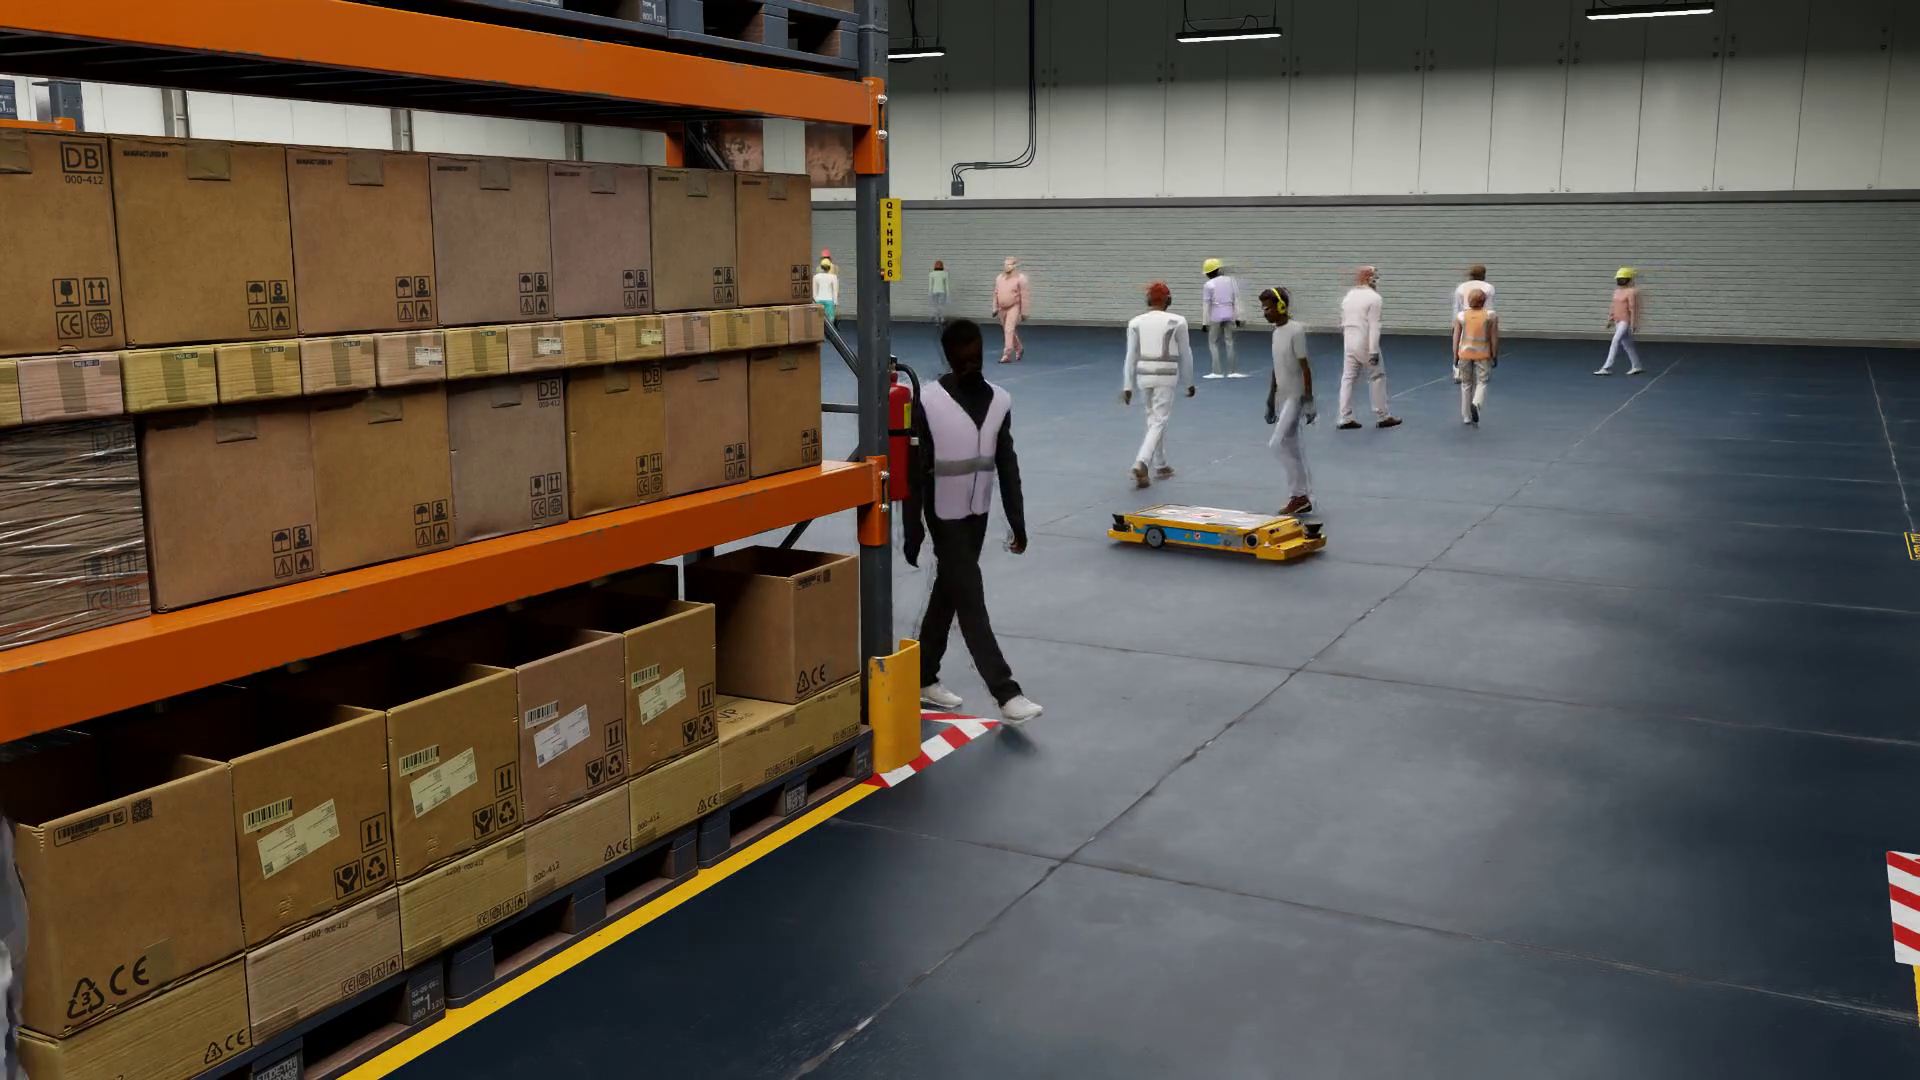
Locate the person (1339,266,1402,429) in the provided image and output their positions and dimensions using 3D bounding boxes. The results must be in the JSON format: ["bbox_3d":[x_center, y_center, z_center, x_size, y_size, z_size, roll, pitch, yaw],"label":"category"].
[{"bbox_3d":[4.788,-2.230,19.336,0.863,1.873,0.680,-5,12,-26],"label":"person"}]

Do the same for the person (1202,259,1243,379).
[{"bbox_3d":[4.124,-3.468,26.119,0.756,1.879,0.389,-5,12,-27],"label":"person"}]

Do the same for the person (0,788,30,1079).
[{"bbox_3d":[-1.735,0.829,2.882,0.621,1.792,0.872,3,11,18],"label":"person"}]

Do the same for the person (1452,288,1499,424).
[{"bbox_3d":[6.063,-2.154,19.610,0.529,1.622,0.541,5,11,25],"label":"person"}]

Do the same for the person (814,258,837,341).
[{"bbox_3d":[-2.844,-5.074,35.214,0.528,1.755,0.394,2,11,11],"label":"person"}]

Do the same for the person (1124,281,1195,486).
[{"bbox_3d":[1.755,-1.425,15.088,0.574,1.845,0.975,7,13,34],"label":"person"}]

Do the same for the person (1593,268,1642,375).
[{"bbox_3d":[10.646,-3.500,26.709,0.895,1.726,0.544,-2,11,-9],"label":"person"}]

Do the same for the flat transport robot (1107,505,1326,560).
[{"bbox_3d":[1.841,-0.075,11.984,1.431,0.197,0.652,8,13,37],"label":"flat transport robot"}]

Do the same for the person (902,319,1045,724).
[{"bbox_3d":[0.088,-0.078,7.658,0.974,1.850,0.626,10,14,42],"label":"person"}]

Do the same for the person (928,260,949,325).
[{"bbox_3d":[-0.539,-6.190,41.636,0.517,1.616,0.339,-1,10,-4],"label":"person"}]

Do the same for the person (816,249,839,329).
[{"bbox_3d":[-3.083,-5.841,38.935,0.559,1.919,0.698,-3,11,-16],"label":"person"}]

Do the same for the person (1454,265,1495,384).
[{"bbox_3d":[7.788,-3.271,25.244,0.637,1.805,0.938,8,13,36],"label":"person"}]

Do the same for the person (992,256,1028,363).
[{"bbox_3d":[0.924,-4.085,29.477,0.630,1.879,0.910,9,13,39],"label":"person"}]

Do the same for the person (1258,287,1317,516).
[{"bbox_3d":[2.630,-1.104,13.337,0.514,1.827,0.575,-1,10,-6],"label":"person"}]
